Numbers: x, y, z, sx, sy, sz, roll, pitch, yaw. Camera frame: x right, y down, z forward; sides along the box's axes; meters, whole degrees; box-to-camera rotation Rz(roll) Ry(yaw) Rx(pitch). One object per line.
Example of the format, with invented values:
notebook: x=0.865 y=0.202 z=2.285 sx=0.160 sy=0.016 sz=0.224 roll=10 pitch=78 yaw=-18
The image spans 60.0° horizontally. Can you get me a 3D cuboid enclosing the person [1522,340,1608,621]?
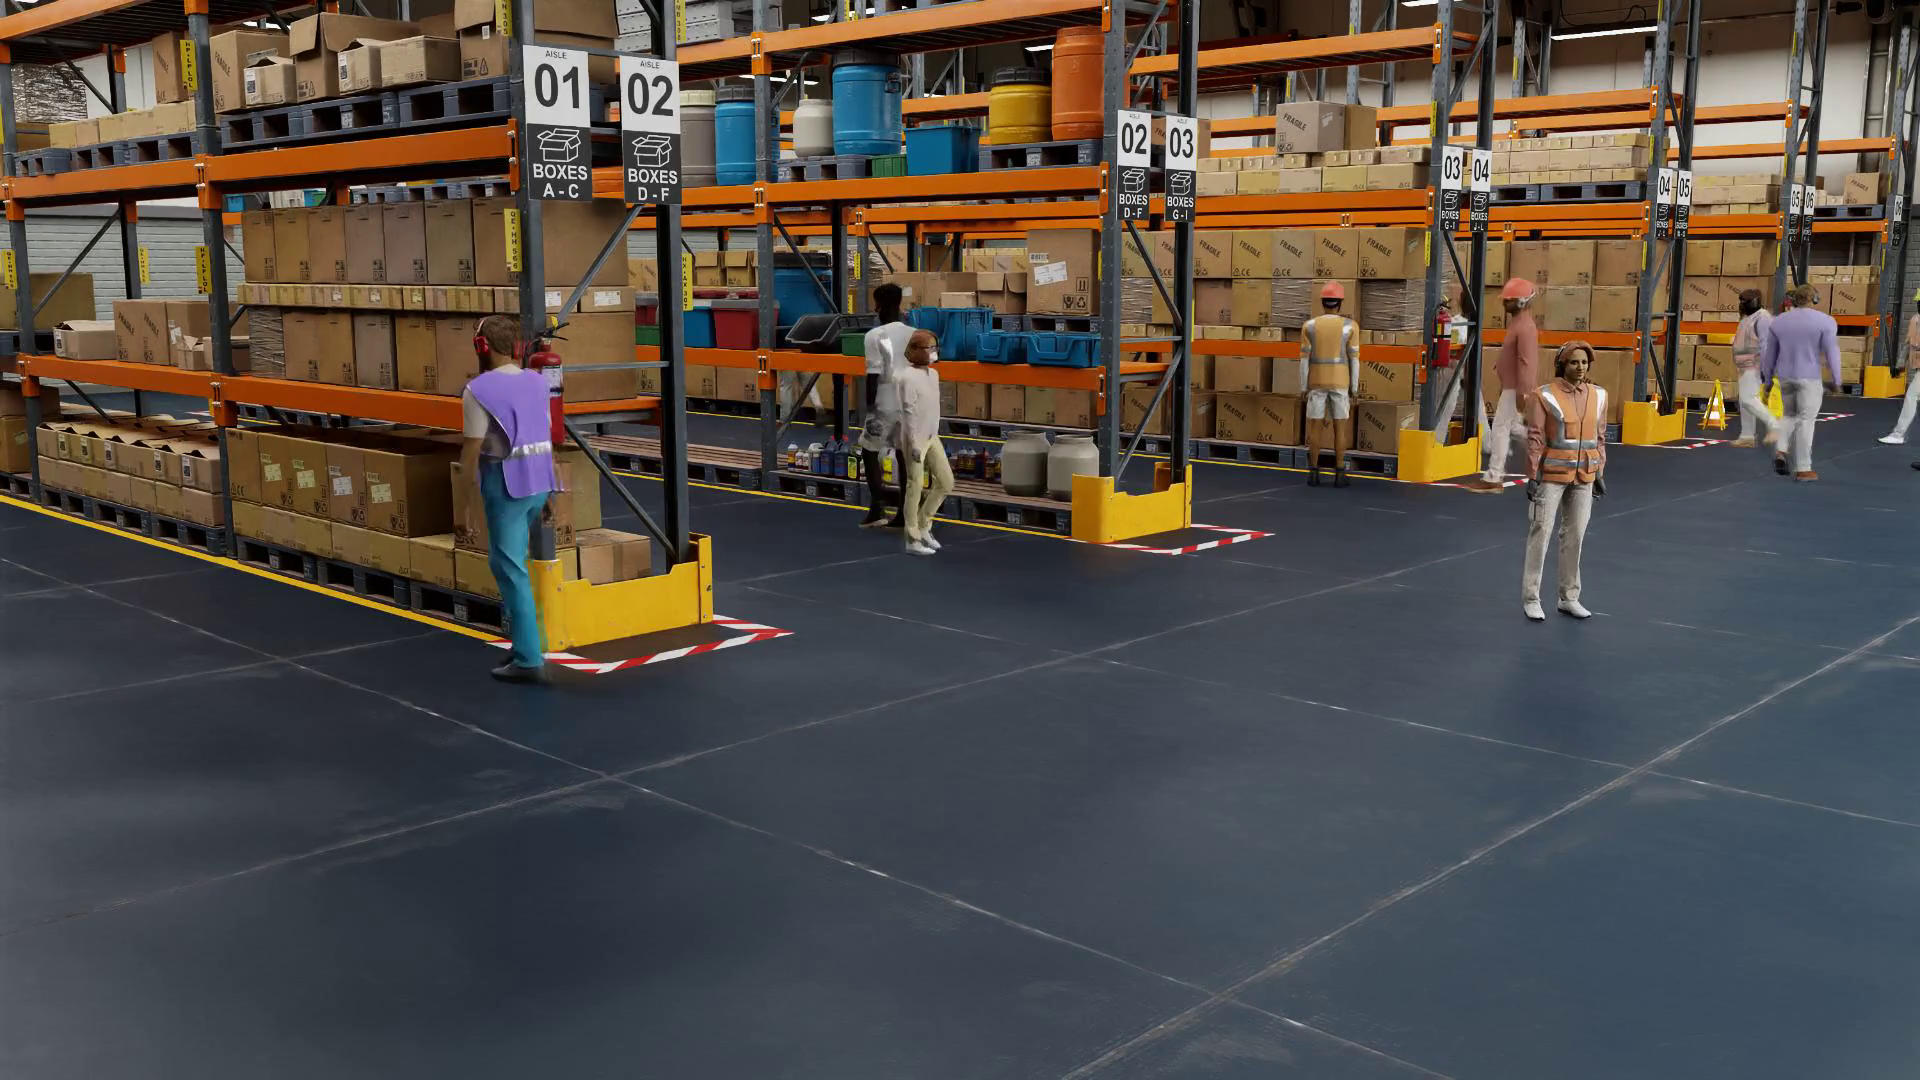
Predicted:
person: x=3.548 y=-0.350 z=9.753 sx=0.523 sy=1.638 sz=0.311 roll=-2 pitch=9 yaw=-13

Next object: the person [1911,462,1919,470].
person: x=10.033 y=-1.682 z=17.011 sx=0.551 sy=1.936 sz=0.356 roll=-7 pitch=12 yaw=-38

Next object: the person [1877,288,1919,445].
person: x=11.347 y=-2.056 z=19.524 sx=1.006 sy=1.881 sz=0.587 roll=0 pitch=9 yaw=1

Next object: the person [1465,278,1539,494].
person: x=5.133 y=-1.413 z=15.252 sx=0.825 sy=1.971 sz=0.637 roll=3 pitch=10 yaw=16

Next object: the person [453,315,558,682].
person: x=-2.283 y=-0.201 z=8.294 sx=0.538 sy=1.814 sz=0.594 roll=3 pitch=10 yaw=20

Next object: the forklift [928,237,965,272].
forklift: x=-0.326 y=-5.817 z=39.609 sx=1.129 sy=2.768 sz=1.873 roll=9 pitch=13 yaw=43

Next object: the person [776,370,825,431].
person: x=-2.059 y=-2.335 z=21.059 sx=0.659 sy=1.920 sz=0.768 roll=-8 pitch=12 yaw=-39

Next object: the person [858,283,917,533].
person: x=-0.545 y=-1.026 z=13.002 sx=0.634 sy=1.935 sz=0.552 roll=-7 pitch=12 yaw=-37

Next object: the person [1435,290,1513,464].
person: x=5.343 y=-1.701 z=17.404 sx=0.588 sy=1.837 sz=0.938 roll=-7 pitch=12 yaw=-36

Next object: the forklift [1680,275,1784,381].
forklift: x=12.480 y=-3.427 z=27.053 sx=1.214 sy=2.155 sz=2.313 roll=9 pitch=13 yaw=43

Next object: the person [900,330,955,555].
person: x=-0.255 y=-0.692 z=11.910 sx=0.376 sy=1.617 sz=0.511 roll=6 pitch=11 yaw=31

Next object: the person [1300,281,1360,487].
person: x=3.513 y=-1.484 z=15.807 sx=0.551 sy=1.932 sz=0.378 roll=3 pitch=10 yaw=19

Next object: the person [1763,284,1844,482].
person: x=8.195 y=-1.530 z=16.180 sx=0.444 sy=1.902 sz=0.731 roll=-6 pitch=11 yaw=-33

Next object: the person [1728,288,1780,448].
person: x=9.112 y=-1.962 z=19.064 sx=0.502 sy=1.827 sz=0.654 roll=1 pitch=9 yaw=7
